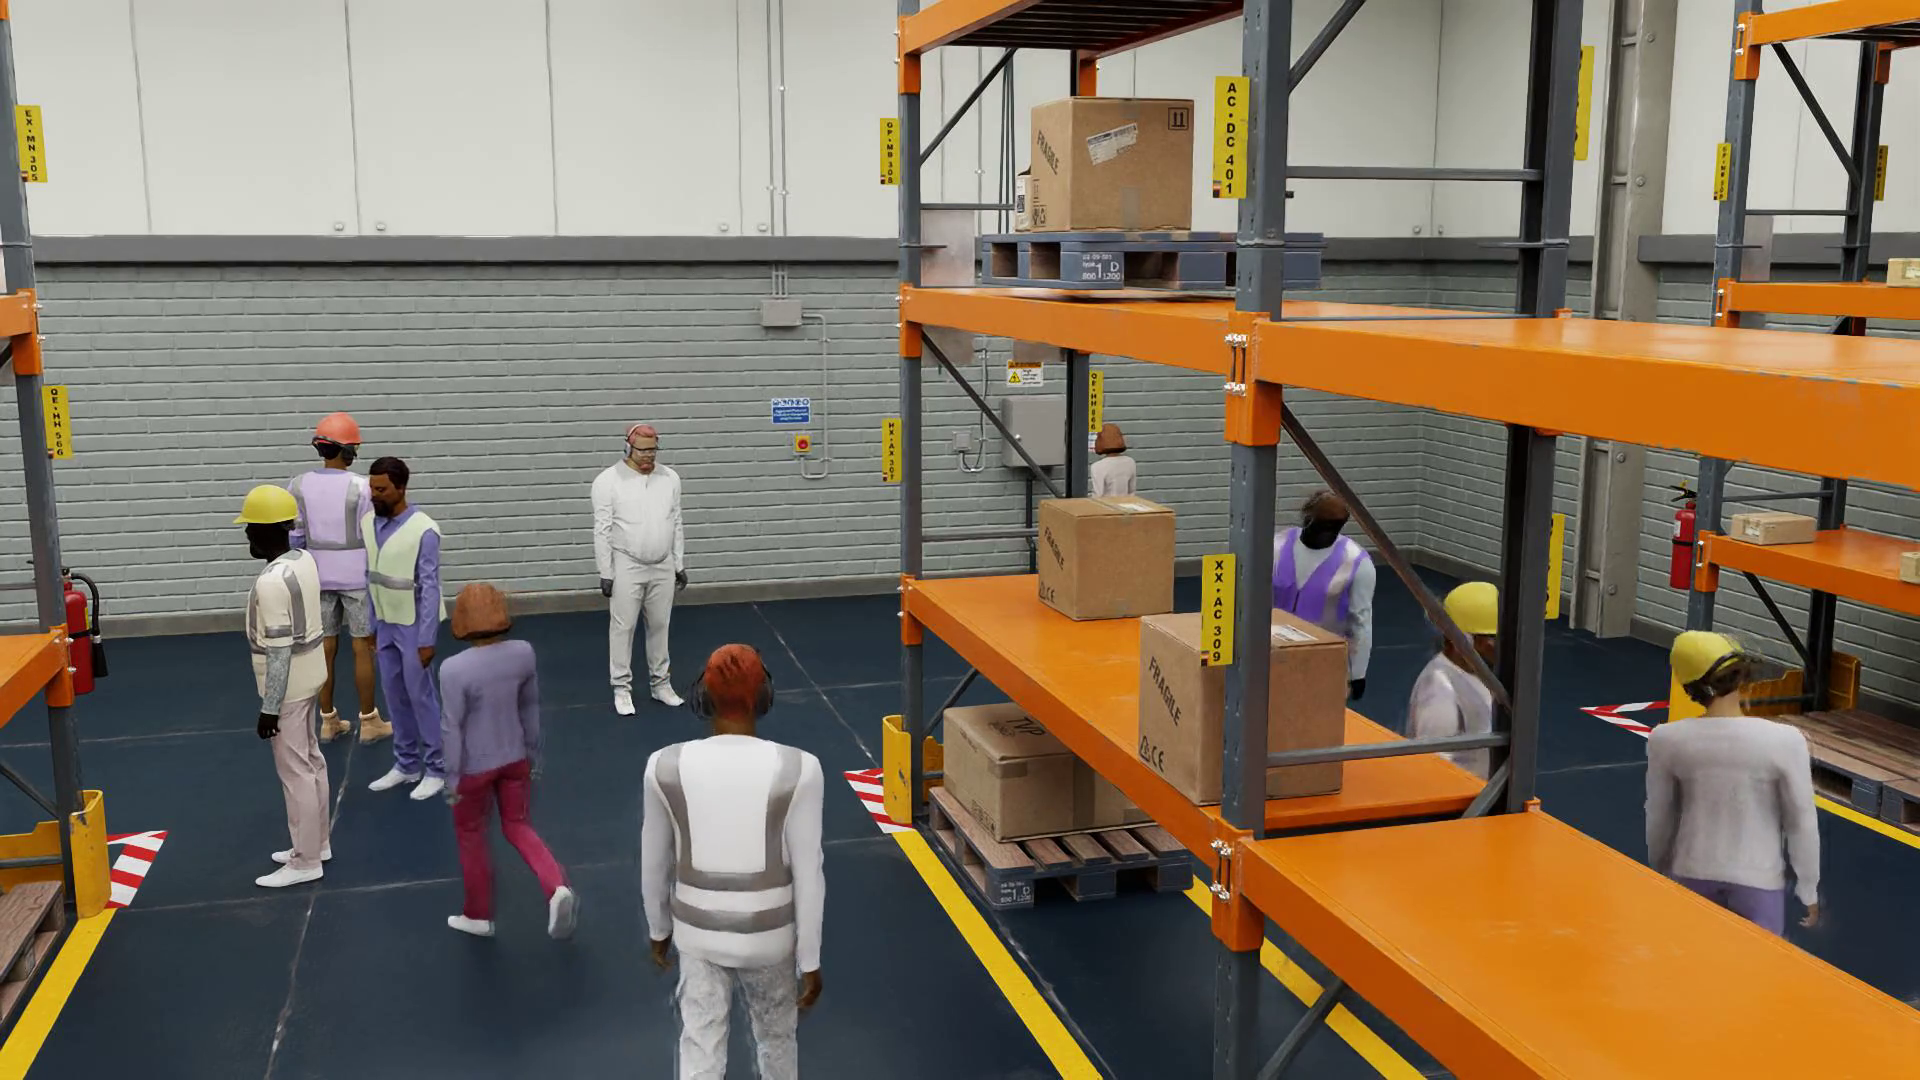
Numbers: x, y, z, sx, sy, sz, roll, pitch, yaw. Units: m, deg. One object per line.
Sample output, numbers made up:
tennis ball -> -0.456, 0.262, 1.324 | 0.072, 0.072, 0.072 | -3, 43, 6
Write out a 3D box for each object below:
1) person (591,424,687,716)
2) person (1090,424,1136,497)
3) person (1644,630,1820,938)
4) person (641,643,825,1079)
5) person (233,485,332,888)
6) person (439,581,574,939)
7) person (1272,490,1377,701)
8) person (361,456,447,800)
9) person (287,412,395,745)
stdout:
person -> -2.077, 0.184, 10.919 | 0.640, 1.904, 0.409 | -8, 13, -38
person -> 1.219, -0.122, 13.429 | 0.502, 1.631, 0.285 | -9, 13, -42
person -> 2.698, 1.185, 5.737 | 0.666, 1.723, 0.329 | 8, 12, 37
person -> -0.711, 1.230, 5.196 | 0.596, 1.828, 1.016 | 0, 10, 3
person -> -3.226, 0.692, 7.952 | 0.363, 1.928, 0.587 | -1, 10, -8
person -> -1.999, 0.977, 7.217 | 0.653, 1.610, 0.508 | 8, 12, 37
person -> 1.852, 0.617, 8.755 | 0.669, 1.803, 0.510 | 7, 12, 36
person -> -3.078, 0.474, 9.246 | 0.587, 1.913, 0.395 | 7, 12, 36
person -> -3.772, 0.239, 10.204 | 0.616, 2.041, 0.382 | 2, 10, 9
